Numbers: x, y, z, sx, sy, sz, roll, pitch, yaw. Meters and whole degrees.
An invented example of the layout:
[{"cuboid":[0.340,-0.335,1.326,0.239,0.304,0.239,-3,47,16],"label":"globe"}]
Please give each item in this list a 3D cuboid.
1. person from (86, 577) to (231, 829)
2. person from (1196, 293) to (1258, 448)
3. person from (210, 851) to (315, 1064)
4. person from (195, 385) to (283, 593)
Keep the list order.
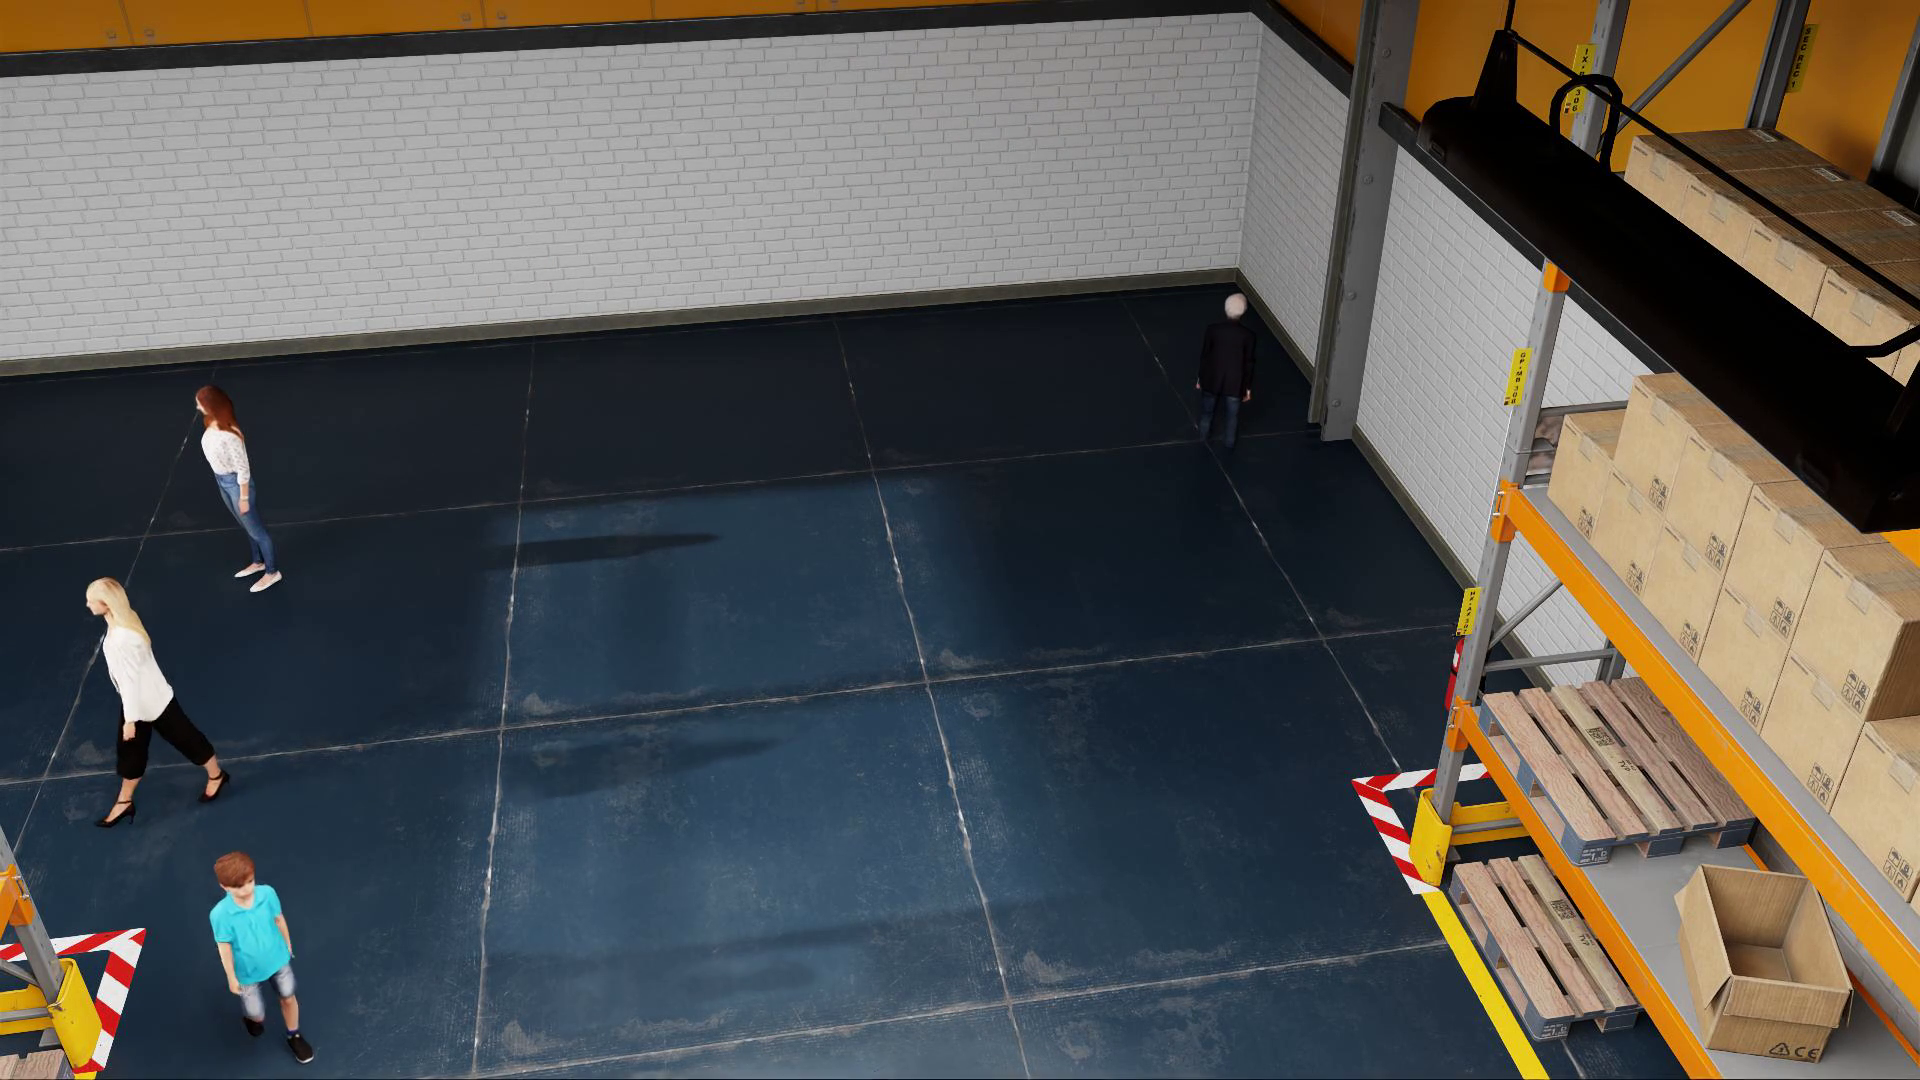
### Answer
[{"cuboid":[-4.974,0.998,10.409,1.024,1.820,1.105,-24,41,-32],"label":"person"},{"cuboid":[2.268,-1.353,14.614,0.839,1.784,0.753,10,35,15],"label":"person"},{"cuboid":[-3.797,2.214,8.923,0.730,1.440,0.822,-29,43,-36],"label":"person"},{"cuboid":[-5.483,-0.418,12.625,0.712,1.725,0.605,-26,42,-34],"label":"person"}]
